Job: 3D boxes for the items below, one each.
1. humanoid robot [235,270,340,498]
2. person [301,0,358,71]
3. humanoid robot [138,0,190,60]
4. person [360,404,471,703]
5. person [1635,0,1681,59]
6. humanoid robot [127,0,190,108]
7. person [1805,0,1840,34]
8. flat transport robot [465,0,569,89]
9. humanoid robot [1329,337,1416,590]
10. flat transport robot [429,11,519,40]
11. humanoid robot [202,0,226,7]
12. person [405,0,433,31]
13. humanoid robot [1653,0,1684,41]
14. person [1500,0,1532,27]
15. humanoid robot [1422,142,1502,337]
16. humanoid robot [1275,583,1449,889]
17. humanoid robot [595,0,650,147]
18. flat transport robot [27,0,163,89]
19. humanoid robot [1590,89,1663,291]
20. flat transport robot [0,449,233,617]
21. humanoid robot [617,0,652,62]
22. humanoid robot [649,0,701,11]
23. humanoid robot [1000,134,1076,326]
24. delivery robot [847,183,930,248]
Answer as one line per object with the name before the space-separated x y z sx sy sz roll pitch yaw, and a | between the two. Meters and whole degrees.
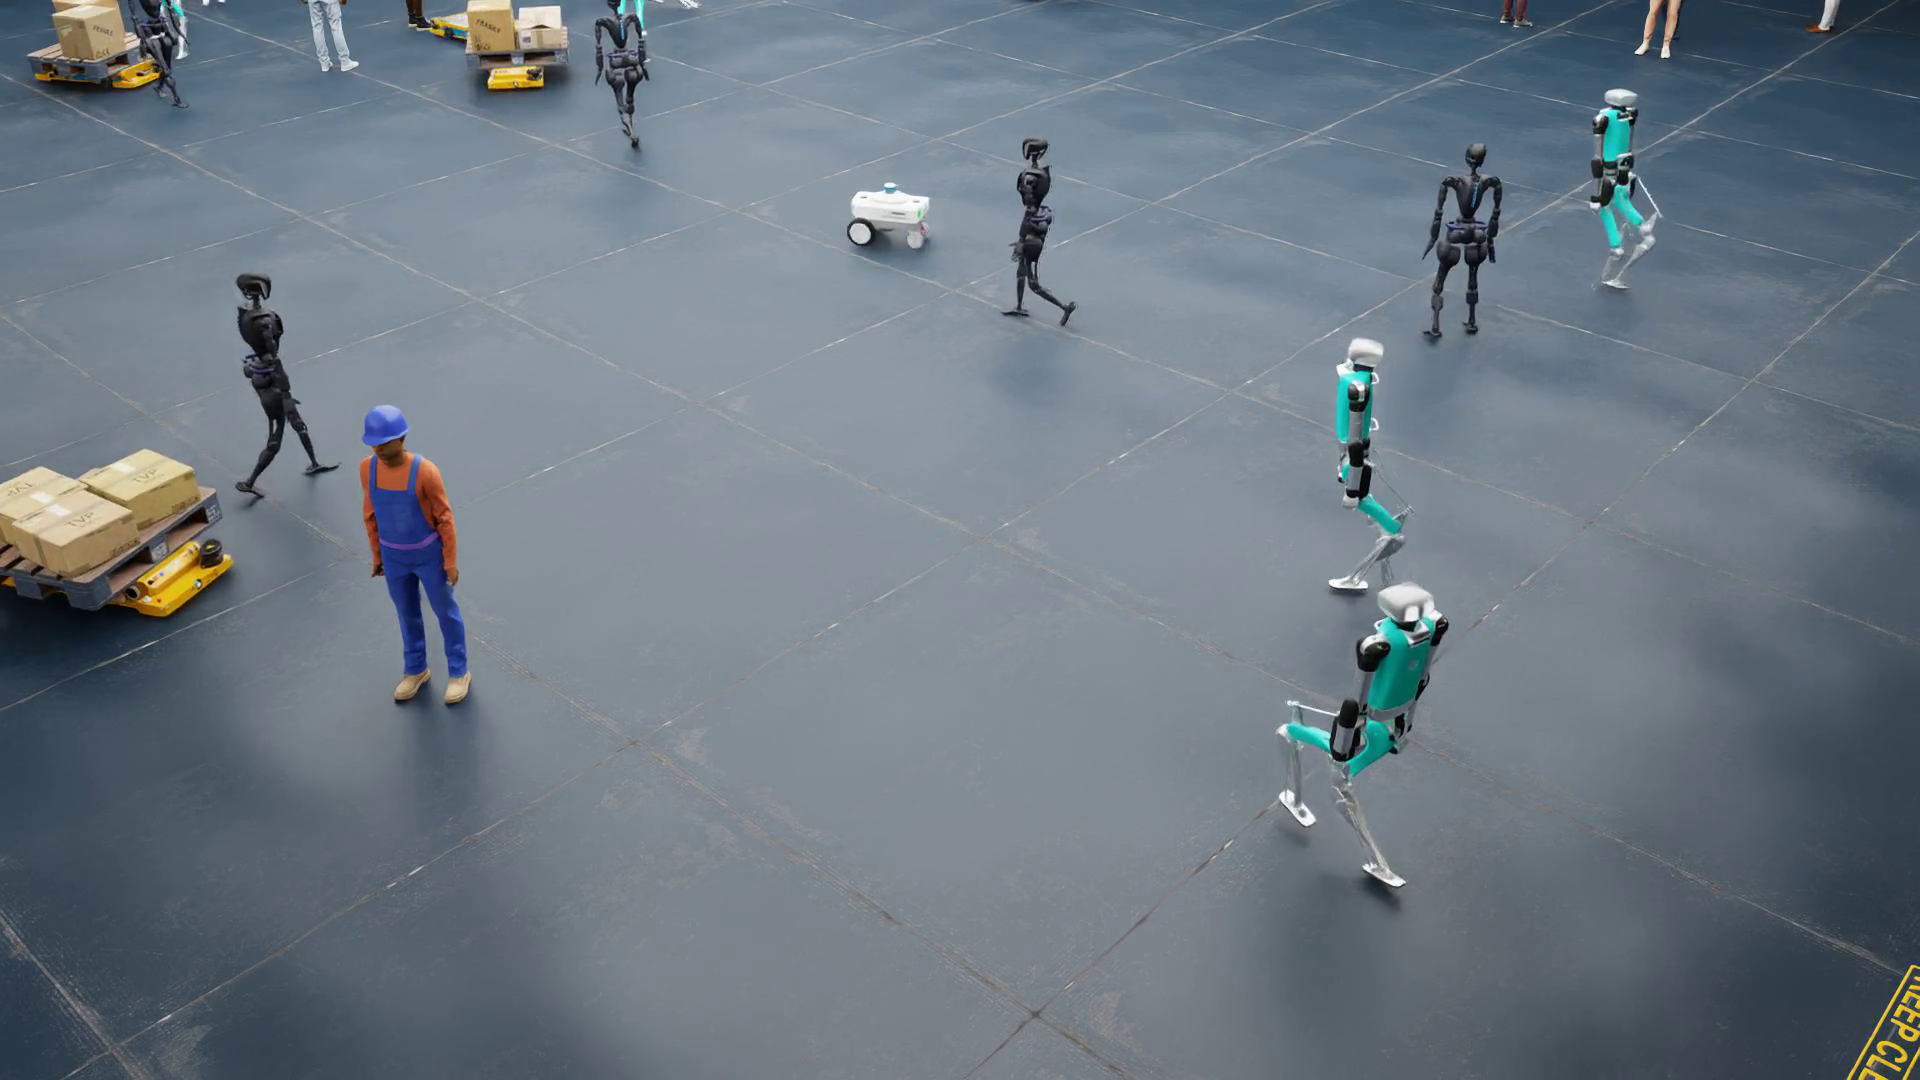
humanoid robot | -4.867 -1.104 11.636 0.739 1.639 0.612 -20 37 -29
person | -7.859 -6.735 20.444 0.587 1.913 0.391 2 32 2
humanoid robot | -10.048 -6.952 20.893 0.543 1.730 0.694 4 32 6
person | -3.104 0.083 9.467 0.519 1.910 0.370 5 32 8
person | 8.965 -7.055 20.993 0.520 1.874 0.346 16 35 24
humanoid robot | -9.377 -5.897 19.381 0.792 1.645 0.601 19 37 28
person | 11.617 -7.643 21.994 0.359 1.825 0.507 19 37 28
flat transport robot | -5.459 -5.903 20.660 0.659 0.231 1.431 -6 32 -10
humanoid robot | 2.671 -0.365 10.445 0.772 1.893 0.543 3 32 5
flat transport robot | -6.323 -6.767 22.051 1.431 0.231 0.659 21 37 30
humanoid robot | -10.587 -8.376 23.192 0.535 1.726 0.706 -11 34 -17
person | -7.302 -7.799 22.105 0.362 1.963 0.612 -21 37 -30
humanoid robot | 9.417 -7.370 21.685 0.344 1.656 0.608 -8 33 -13
person | 7.603 -7.824 22.297 0.379 1.806 0.545 -15 35 -23
humanoid robot | 4.184 -2.476 13.815 0.612 1.637 0.396 -2 32 -3
humanoid robot | 1.947 0.883 8.379 0.547 1.750 1.037 -19 37 -28
humanoid robot | -3.667 -5.147 18.157 0.601 1.647 0.739 -17 35 -25
flat transport robot | -10.562 -5.776 20.454 1.431 0.231 0.659 9 33 14
humanoid robot | 5.869 -2.981 14.607 0.545 1.801 0.860 -21 38 -30
flat transport robot | -5.598 0.149 10.914 1.431 0.231 0.659 10 33 15
humanoid robot | -4.106 -6.755 20.642 0.540 1.797 0.678 -4 32 -7
humanoid robot | -4.107 -8.146 22.914 1.034 1.758 0.545 9 33 15
humanoid robot | 0.675 -2.619 14.056 0.664 1.641 0.599 6 32 10
delivery robot | -0.685 -3.100 15.893 0.817 0.613 0.499 7 33 11
